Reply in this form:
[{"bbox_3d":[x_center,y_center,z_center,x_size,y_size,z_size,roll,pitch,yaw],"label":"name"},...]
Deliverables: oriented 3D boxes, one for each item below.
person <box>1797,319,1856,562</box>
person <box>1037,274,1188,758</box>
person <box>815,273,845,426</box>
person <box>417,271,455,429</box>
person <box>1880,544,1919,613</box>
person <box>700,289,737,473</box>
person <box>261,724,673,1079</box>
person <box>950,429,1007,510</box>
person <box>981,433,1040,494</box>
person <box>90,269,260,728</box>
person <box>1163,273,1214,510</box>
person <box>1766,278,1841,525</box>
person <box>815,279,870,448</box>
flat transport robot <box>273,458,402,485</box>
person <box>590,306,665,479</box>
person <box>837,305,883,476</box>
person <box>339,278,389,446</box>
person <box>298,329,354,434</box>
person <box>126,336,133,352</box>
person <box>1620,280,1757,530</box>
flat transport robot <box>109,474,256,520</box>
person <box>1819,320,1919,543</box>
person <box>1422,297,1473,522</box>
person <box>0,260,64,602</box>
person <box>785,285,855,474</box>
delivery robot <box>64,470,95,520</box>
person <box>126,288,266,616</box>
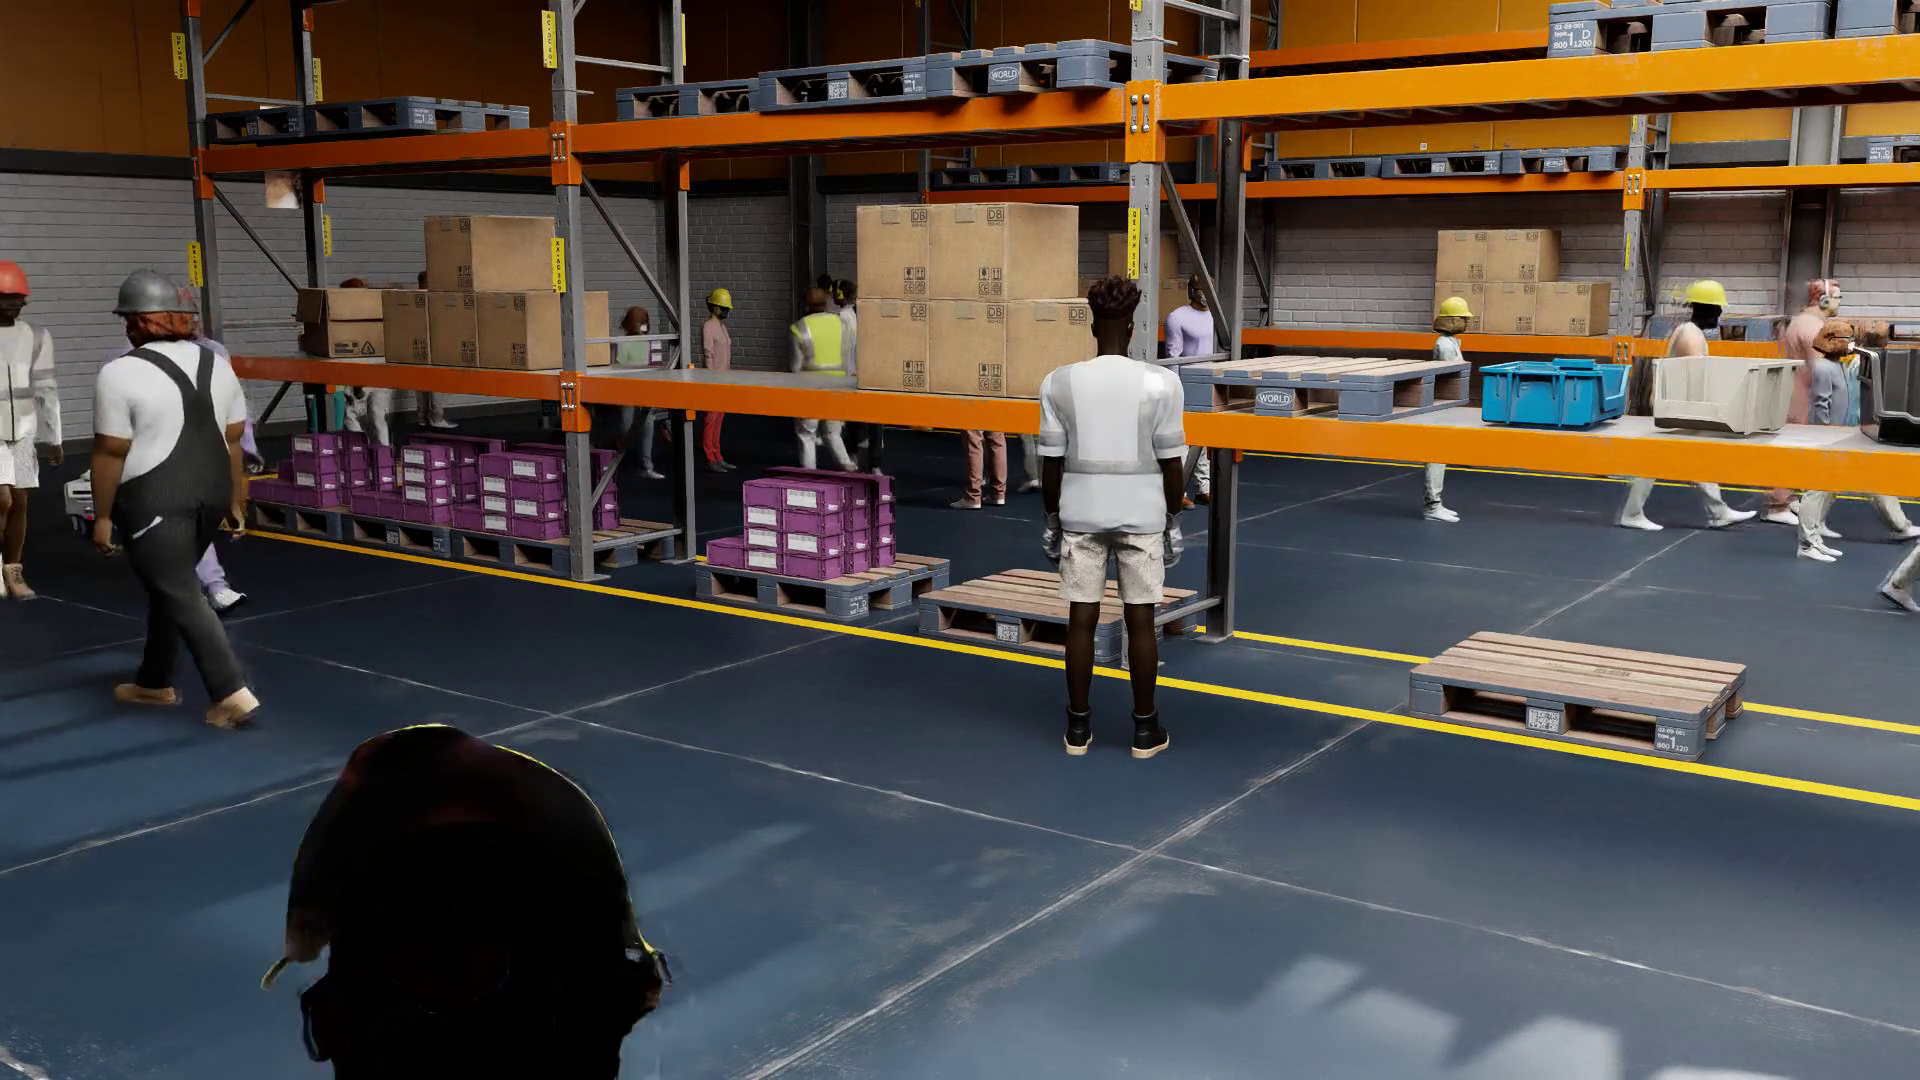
[{"bbox_3d":[5.879,-0.676,11.273,0.286,1.633,0.499,7,12,36],"label":"person"},{"bbox_3d":[0.621,-0.086,6.771,0.602,1.967,0.368,2,10,13],"label":"person"},{"bbox_3d":[-1.650,-2.316,20.344,0.523,1.870,0.317,1,10,7],"label":"person"},{"bbox_3d":[-6.419,-2.300,20.181,0.686,1.912,0.419,7,12,37],"label":"person"},{"bbox_3d":[5.618,-0.343,9.394,0.653,1.604,0.529,3,10,18],"label":"person"},{"bbox_3d":[-2.319,-1.526,15.973,0.328,1.759,0.524,2,10,10],"label":"person"},{"bbox_3d":[-0.315,0.973,1.141,0.546,1.733,0.777,-9,13,-43],"label":"person"},{"bbox_3d":[0.157,-1.197,13.563,0.652,1.906,0.409,-9,13,-42],"label":"person"},{"bbox_3d":[0.412,-1.347,14.604,0.576,1.870,1.036,-5,11,-25],"label":"person"},{"bbox_3d":[-3.441,-0.208,7.278,0.996,2.000,0.689,4,10,21],"label":"person"},{"bbox_3d":[1.945,-1.218,13.596,0.633,1.939,0.368,-6,11,-31],"label":"person"},{"bbox_3d":[6.476,-1.046,12.735,0.516,1.892,0.638,4,10,21],"label":"person"},{"bbox_3d":[-1.269,-1.905,18.053,0.993,1.814,0.528,5,11,27],"label":"person"},{"bbox_3d":[-5.368,-0.547,14.557,0.652,0.197,1.431,8,13,41],"label":"flat transport robot"},{"bbox_3d":[-3.104,-1.370,15.480,0.704,1.607,0.514,5,11,28],"label":"person"},{"bbox_3d":[-0.894,-1.535,15.604,0.615,1.899,0.521,-4,10,-20],"label":"person"},{"bbox_3d":[-5.501,-1.475,15.349,0.537,1.859,0.601,2,10,11],"label":"person"},{"bbox_3d":[-5.554,-1.303,14.616,0.327,1.769,0.525,5,11,28],"label":"person"},{"bbox_3d":[-5.851,-0.957,12.259,0.459,1.860,0.706,4,10,22],"label":"person"},{"bbox_3d":[5.448,-0.978,12.359,0.979,1.868,0.632,4,10,24],"label":"person"},{"bbox_3d":[-6.285,-0.361,13.452,0.652,0.197,1.431,8,12,40],"label":"flat transport robot"},{"bbox_3d":[6.550,-0.772,11.938,0.847,1.594,0.531,5,11,27],"label":"person"},{"bbox_3d":[3.816,-1.023,13.018,0.315,1.743,0.487,3,10,16],"label":"person"},{"bbox_3d":[-5.607,-0.623,9.798,0.522,2.018,0.625,6,11,33],"label":"person"},{"bbox_3d":[-1.167,-1.223,13.962,0.642,1.823,0.580,-6,11,-33],"label":"person"},{"bbox_3d":[-6.373,-0.373,12.396,0.477,0.478,0.707,-1,10,-6],"label":"delivery robot"},{"bbox_3d":[-4.378,-0.504,9.576,0.973,1.856,0.659,5,11,29],"label":"person"}]
